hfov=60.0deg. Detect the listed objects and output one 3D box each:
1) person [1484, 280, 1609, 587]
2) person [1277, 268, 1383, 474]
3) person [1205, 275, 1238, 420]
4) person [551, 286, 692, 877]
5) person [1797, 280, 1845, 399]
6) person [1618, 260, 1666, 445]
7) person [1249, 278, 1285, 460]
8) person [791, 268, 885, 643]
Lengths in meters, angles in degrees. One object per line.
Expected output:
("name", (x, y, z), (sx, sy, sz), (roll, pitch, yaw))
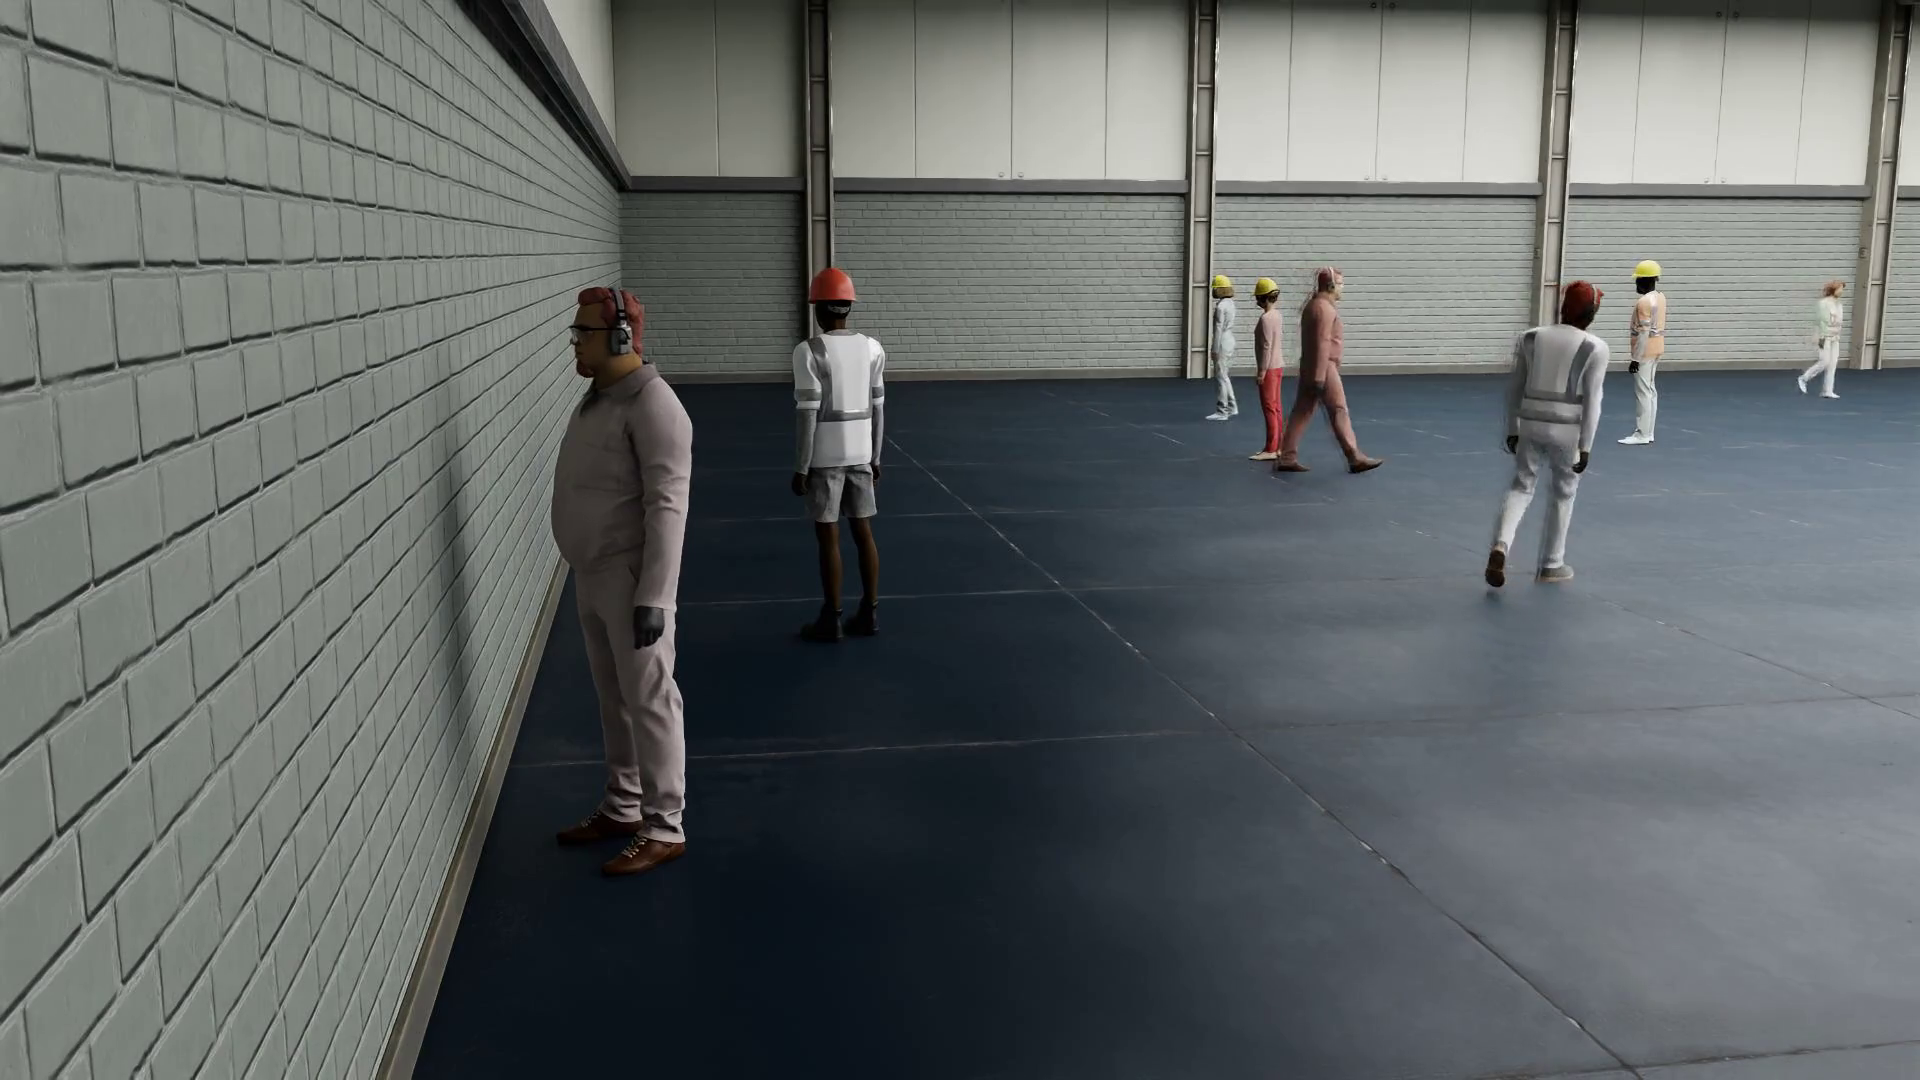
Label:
("person", (3.490, -0.618, 9.939), (0.642, 1.857, 0.833), (9, 14, 43))
("person", (3.377, -1.523, 15.132), (0.982, 1.863, 0.664), (-1, 10, -4))
("person", (3.146, -2.311, 20.004), (0.339, 1.736, 0.512), (5, 11, 25))
("person", (-1.127, 0.133, 5.461), (0.406, 1.911, 0.639), (-6, 12, -33))
("person", (11.937, -2.769, 22.960), (0.532, 1.621, 0.460), (-6, 12, -33))
("person", (7.178, -1.960, 17.449), (0.359, 1.930, 0.587), (7, 12, 36))
("person", (2.974, -1.652, 16.150), (0.328, 1.765, 0.527), (5, 11, 25))
("person", (-0.652, -0.437, 8.657), (0.550, 1.935, 0.375), (-8, 13, -39))
